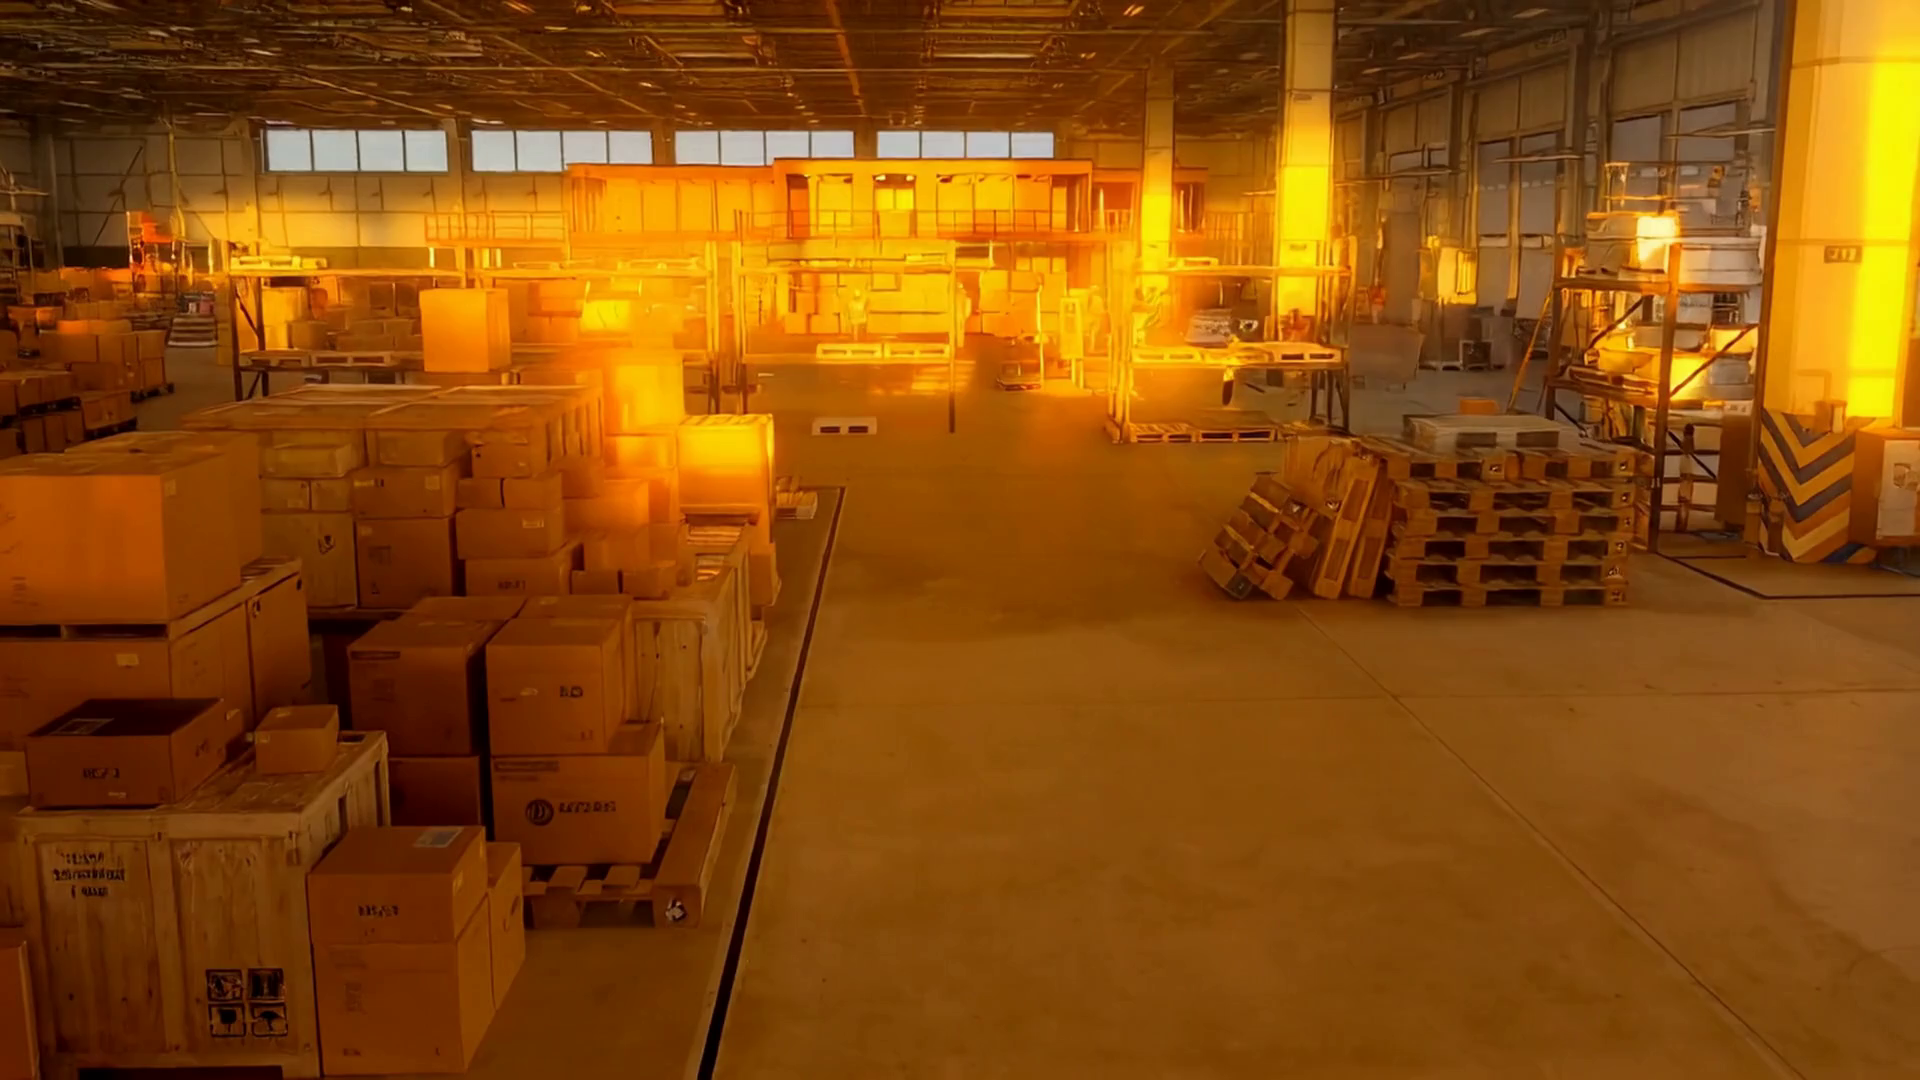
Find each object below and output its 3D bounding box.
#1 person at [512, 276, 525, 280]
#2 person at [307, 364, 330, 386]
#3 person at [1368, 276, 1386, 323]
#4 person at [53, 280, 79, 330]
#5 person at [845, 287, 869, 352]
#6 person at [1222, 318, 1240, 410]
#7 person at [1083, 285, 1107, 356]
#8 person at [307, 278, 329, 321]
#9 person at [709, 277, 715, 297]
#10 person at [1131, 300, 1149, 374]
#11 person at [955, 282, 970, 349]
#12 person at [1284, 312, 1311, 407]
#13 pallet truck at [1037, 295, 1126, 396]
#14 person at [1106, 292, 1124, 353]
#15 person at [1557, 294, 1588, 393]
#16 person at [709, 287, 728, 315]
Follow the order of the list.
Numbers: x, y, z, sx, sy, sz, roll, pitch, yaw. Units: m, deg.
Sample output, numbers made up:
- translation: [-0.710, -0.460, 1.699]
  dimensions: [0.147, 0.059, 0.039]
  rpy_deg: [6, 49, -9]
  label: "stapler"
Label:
- translation: [-18.013, -10.066, 67.897]
  dimensions: [0.577, 1.866, 0.579]
  rpy_deg: [2, 10, 10]
  label: "person"
- translation: [-6.250, -0.811, 16.382]
  dimensions: [0.508, 1.844, 0.332]
  rpy_deg: [3, 11, 17]
  label: "person"
- translation: [13.420, -7.522, 53.547]
  dimensions: [0.579, 1.922, 0.408]
  rpy_deg: [6, 12, 32]
  label: "person"
- translation: [-23.285, -5.760, 43.410]
  dimensions: [0.536, 2.000, 0.688]
  rpy_deg: [-1, 10, -4]
  label: "person"
- translation: [-2.620, -5.603, 42.973]
  dimensions: [0.596, 1.891, 0.939]
  rpy_deg: [3, 11, 17]
  label: "person"
- translation: [4.795, -3.074, 29.414]
  dimensions: [0.321, 1.693, 0.530]
  rpy_deg: [4, 11, 22]
  label: "person"
- translation: [3.632, -5.847, 44.305]
  dimensions: [0.730, 1.909, 0.630]
  rpy_deg: [-3, 11, -15]
  label: "person"
- translation: [-18.723, -6.626, 48.400]
  dimensions: [1.059, 1.970, 0.602]
  rpy_deg: [9, 14, 41]
  label: "person"
- translation: [-8.446, -8.094, 57.022]
  dimensions: [0.432, 1.828, 0.624]
  rpy_deg: [-4, 11, -22]
  label: "person"
- translation: [4.165, -4.706, 38.480]
  dimensions: [0.488, 1.701, 0.878]
  rpy_deg: [-3, 11, -15]
  label: "person"
- translation: [-0.044, -6.416, 47.469]
  dimensions: [0.645, 1.903, 0.975]
  rpy_deg: [1, 10, 6]
  label: "person"
- translation: [6.227, -3.326, 30.630]
  dimensions: [0.476, 1.751, 0.546]
  rpy_deg: [-2, 10, -8]
  label: "person"
- translation: [2.483, -3.881, 33.060]
  dimensions: [1.885, 1.965, 0.823]
  rpy_deg: [-7, 13, -36]
  label: "pallet truck"
- translation: [3.454, -4.513, 36.821]
  dimensions: [0.587, 1.918, 0.406]
  rpy_deg: [-8, 13, -36]
  label: "person"
- translation: [12.301, -3.944, 33.420]
  dimensions: [0.624, 1.992, 0.386]
  rpy_deg: [1, 10, 6]
  label: "person"
- translation: [-6.700, -6.059, 45.704]
  dimensions: [0.621, 1.823, 0.814]
  rpy_deg: [-9, 13, -40]
  label: "person"
